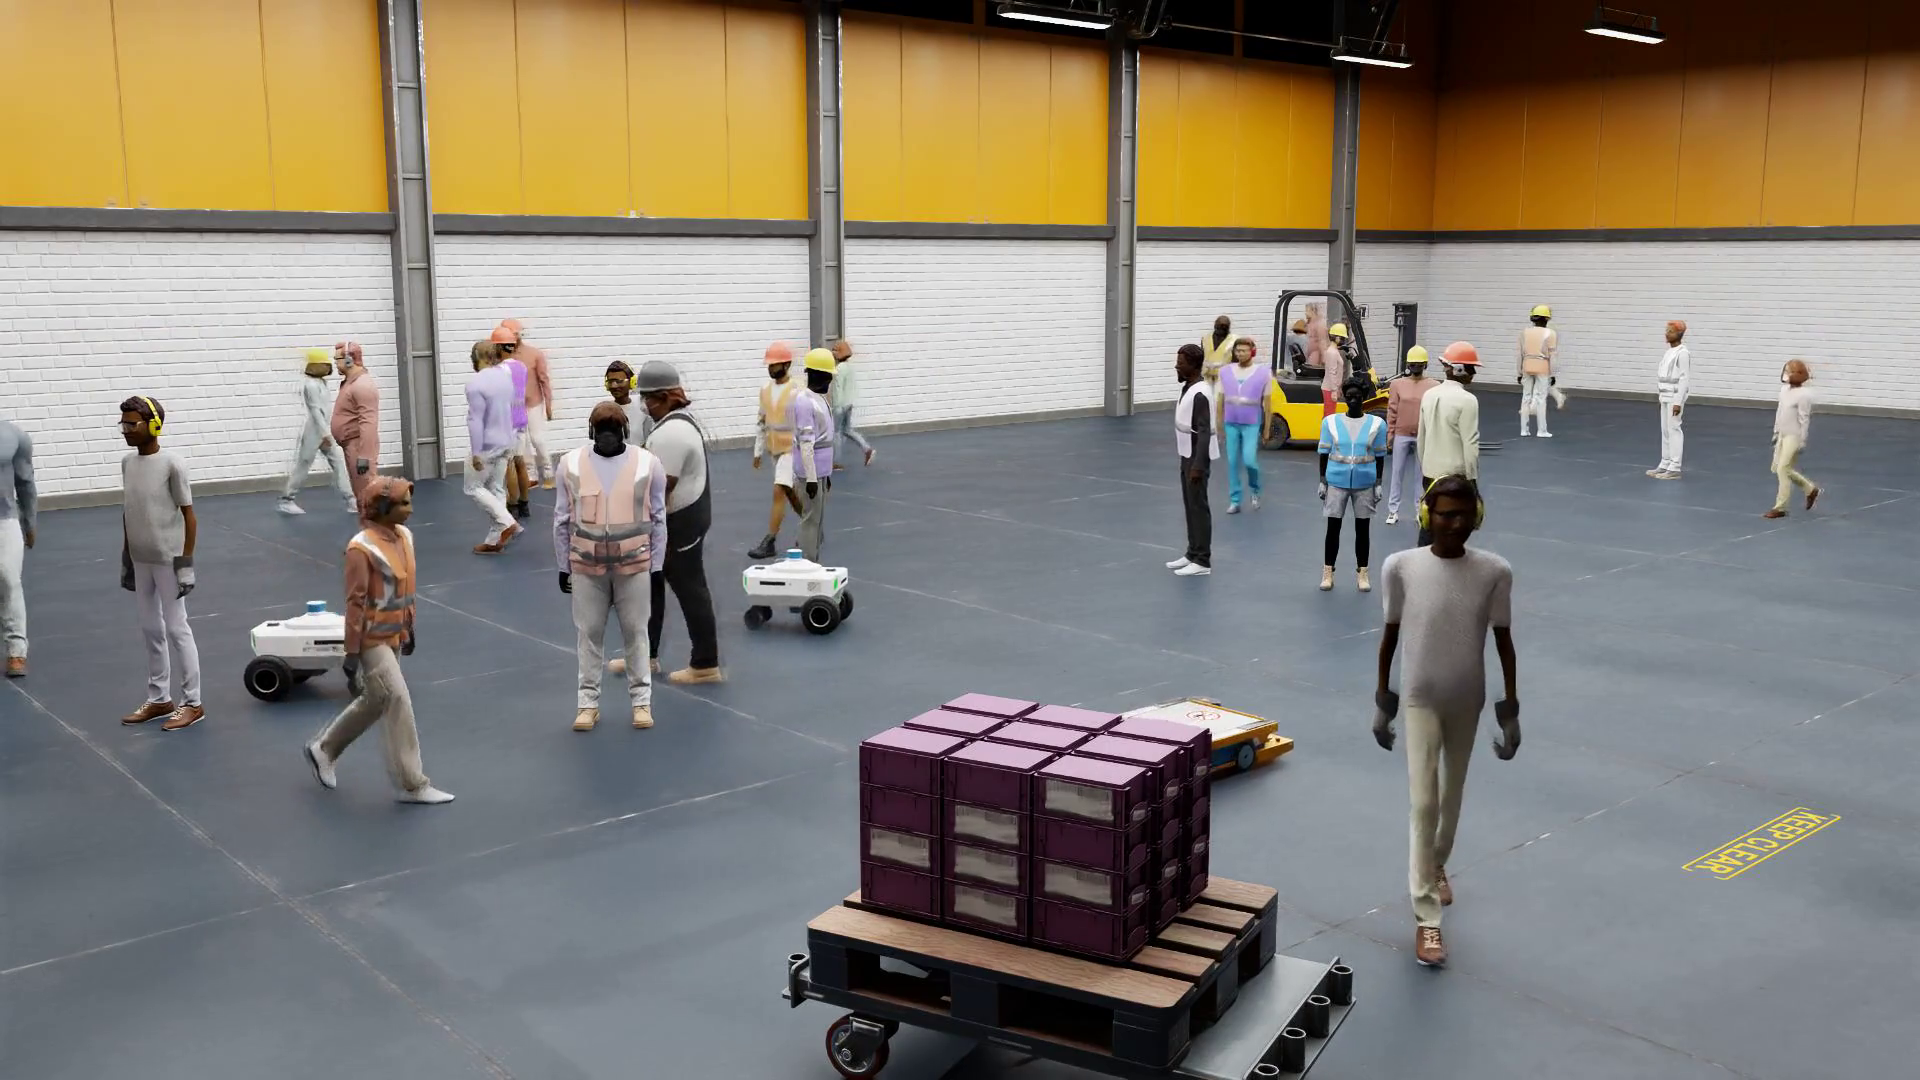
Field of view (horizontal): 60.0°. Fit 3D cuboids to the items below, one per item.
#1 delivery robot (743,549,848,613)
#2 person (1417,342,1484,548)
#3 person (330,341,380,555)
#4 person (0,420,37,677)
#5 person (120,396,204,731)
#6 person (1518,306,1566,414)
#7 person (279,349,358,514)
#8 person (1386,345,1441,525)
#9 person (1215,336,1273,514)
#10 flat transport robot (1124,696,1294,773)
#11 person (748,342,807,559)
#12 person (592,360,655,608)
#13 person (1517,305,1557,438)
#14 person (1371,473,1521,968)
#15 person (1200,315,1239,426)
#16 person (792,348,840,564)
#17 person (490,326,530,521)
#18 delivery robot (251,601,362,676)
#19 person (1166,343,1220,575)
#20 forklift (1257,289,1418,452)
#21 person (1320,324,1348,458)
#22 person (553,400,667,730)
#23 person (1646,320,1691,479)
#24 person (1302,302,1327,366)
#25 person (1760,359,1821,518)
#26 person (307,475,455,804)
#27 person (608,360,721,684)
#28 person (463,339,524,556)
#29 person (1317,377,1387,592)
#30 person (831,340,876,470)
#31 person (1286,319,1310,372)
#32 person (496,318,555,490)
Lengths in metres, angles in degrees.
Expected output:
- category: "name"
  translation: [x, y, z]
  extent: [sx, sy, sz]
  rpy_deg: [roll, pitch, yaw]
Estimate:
- category: "delivery robot"
  translation: [-1.170, 0.309, 11.800]
  extent: [0.707, 0.478, 0.477]
  rpy_deg: [1, 10, 9]
- category: "person"
  translation: [3.741, -0.511, 12.679]
  extent: [0.392, 1.988, 0.617]
  rpy_deg: [-4, 10, -22]
- category: "person"
  translation: [-5.242, -0.769, 14.443]
  extent: [0.401, 1.904, 0.648]
  rpy_deg: [-5, 11, -26]
- category: "person"
  translation: [-6.253, -0.107, 10.653]
  extent: [0.632, 1.891, 1.043]
  rpy_deg: [-6, 12, -33]
- category: "person"
  translation: [-4.496, 0.128, 9.291]
  extent: [0.531, 1.870, 0.317]
  rpy_deg: [4, 11, 23]
- category: "person"
  translation: [9.772, -2.999, 27.773]
  extent: [0.772, 1.816, 0.637]
  rpy_deg: [0, 10, -2]
- category: "person"
  translation: [-6.565, -1.098, 16.994]
  extent: [0.916, 1.701, 0.487]
  rpy_deg: [0, 10, 0]
- category: "person"
  translation: [4.447, -1.021, 16.320]
  extent: [0.522, 1.769, 0.317]
  rpy_deg: [2, 10, 14]
- category: "person"
  translation: [2.884, -1.165, 16.992]
  extent: [0.577, 1.831, 0.443]
  rpy_deg: [5, 11, 29]
- category: "flat transport robot"
  translation: [1.011, 1.059, 8.514]
  extent: [1.431, 0.197, 0.652]
  rpy_deg: [-8, 13, -41]
- category: "person"
  translation: [-1.555, -0.818, 14.780]
  extent: [0.569, 1.889, 0.990]
  rpy_deg: [7, 12, 37]
- category: "person"
  translation: [-2.506, -0.403, 12.403]
  extent: [0.530, 1.871, 0.323]
  rpy_deg: [1, 10, 3]
- category: "person"
  translation: [8.401, -2.448, 24.223]
  extent: [0.585, 1.921, 0.383]
  rpy_deg: [9, 13, 43]
- category: "person"
  translation: [1.897, 0.637, 6.475]
  extent: [0.536, 1.821, 0.955]
  rpy_deg: [1, 10, 4]
- category: "person"
  translation: [3.676, -2.299, 23.694]
  extent: [0.693, 1.811, 0.507]
  rpy_deg: [5, 11, 29]
- category: "person"
  translation: [-1.126, -0.549, 13.102]
  extent: [0.371, 1.922, 0.585]
  rpy_deg: [1, 10, 5]
- category: "person"
  translation: [-4.525, -1.157, 16.613]
  extent: [0.361, 1.938, 0.545]
  rpy_deg: [2, 10, 12]
- category: "delivery robot"
  translation: [-3.872, 0.610, 10.037]
  extent: [0.707, 0.478, 0.477]
  rpy_deg: [0, 10, -3]
- category: "person"
  translation: [1.949, -0.665, 13.790]
  extent: [0.391, 1.918, 0.590]
  rpy_deg: [0, 10, -2]
- category: "forklift"
  translation: [5.034, -2.339, 22.783]
  extent: [2.313, 2.155, 1.214]
  rpy_deg: [3, 10, 16]
- category: "person"
  translation: [4.879, -1.937, 21.704]
  extent: [0.328, 1.761, 0.523]
  rpy_deg: [2, 10, 12]
- category: "person"
  translation: [-1.944, 0.144, 9.282]
  extent: [0.627, 1.844, 0.429]
  rpy_deg: [-1, 10, -7]
- category: "person"
  translation: [8.428, -1.657, 19.707]
  extent: [0.348, 1.880, 0.584]
  rpy_deg: [1, 10, 4]
- category: "person"
  translation: [6.108, -3.164, 28.639]
  extent: [1.035, 1.851, 0.631]
  rpy_deg: [-1, 10, -4]
- category: "person"
  translation: [8.404, -1.019, 16.729]
  extent: [0.573, 1.615, 0.514]
  rpy_deg: [0, 10, 2]
- category: "person"
  translation: [-2.867, 0.477, 8.040]
  extent: [0.777, 1.601, 0.556]
  rpy_deg: [1, 10, 8]
- category: "person"
  translation: [-1.879, -0.115, 10.214]
  extent: [0.841, 2.000, 0.692]
  rpy_deg: [-2, 10, -9]
- category: "person"
  translation: [-4.100, -0.804, 14.616]
  extent: [0.498, 1.910, 0.642]
  rpy_deg: [3, 10, 17]
- category: "person"
  translation: [3.079, -0.436, 13.102]
  extent: [0.535, 1.697, 0.318]
  rpy_deg: [2, 10, 12]
- category: "person"
  translation: [-1.393, -1.650, 20.411]
  extent: [0.609, 1.615, 0.511]
  rpy_deg: [3, 10, 17]
- category: "person"
  translation: [5.539, -2.869, 27.626]
  extent: [0.752, 1.605, 0.505]
  rpy_deg: [-8, 12, -38]
- category: "person"
  translation: [-4.905, -1.514, 18.663]
  extent: [0.637, 1.957, 0.544]
  rpy_deg: [2, 10, 12]
